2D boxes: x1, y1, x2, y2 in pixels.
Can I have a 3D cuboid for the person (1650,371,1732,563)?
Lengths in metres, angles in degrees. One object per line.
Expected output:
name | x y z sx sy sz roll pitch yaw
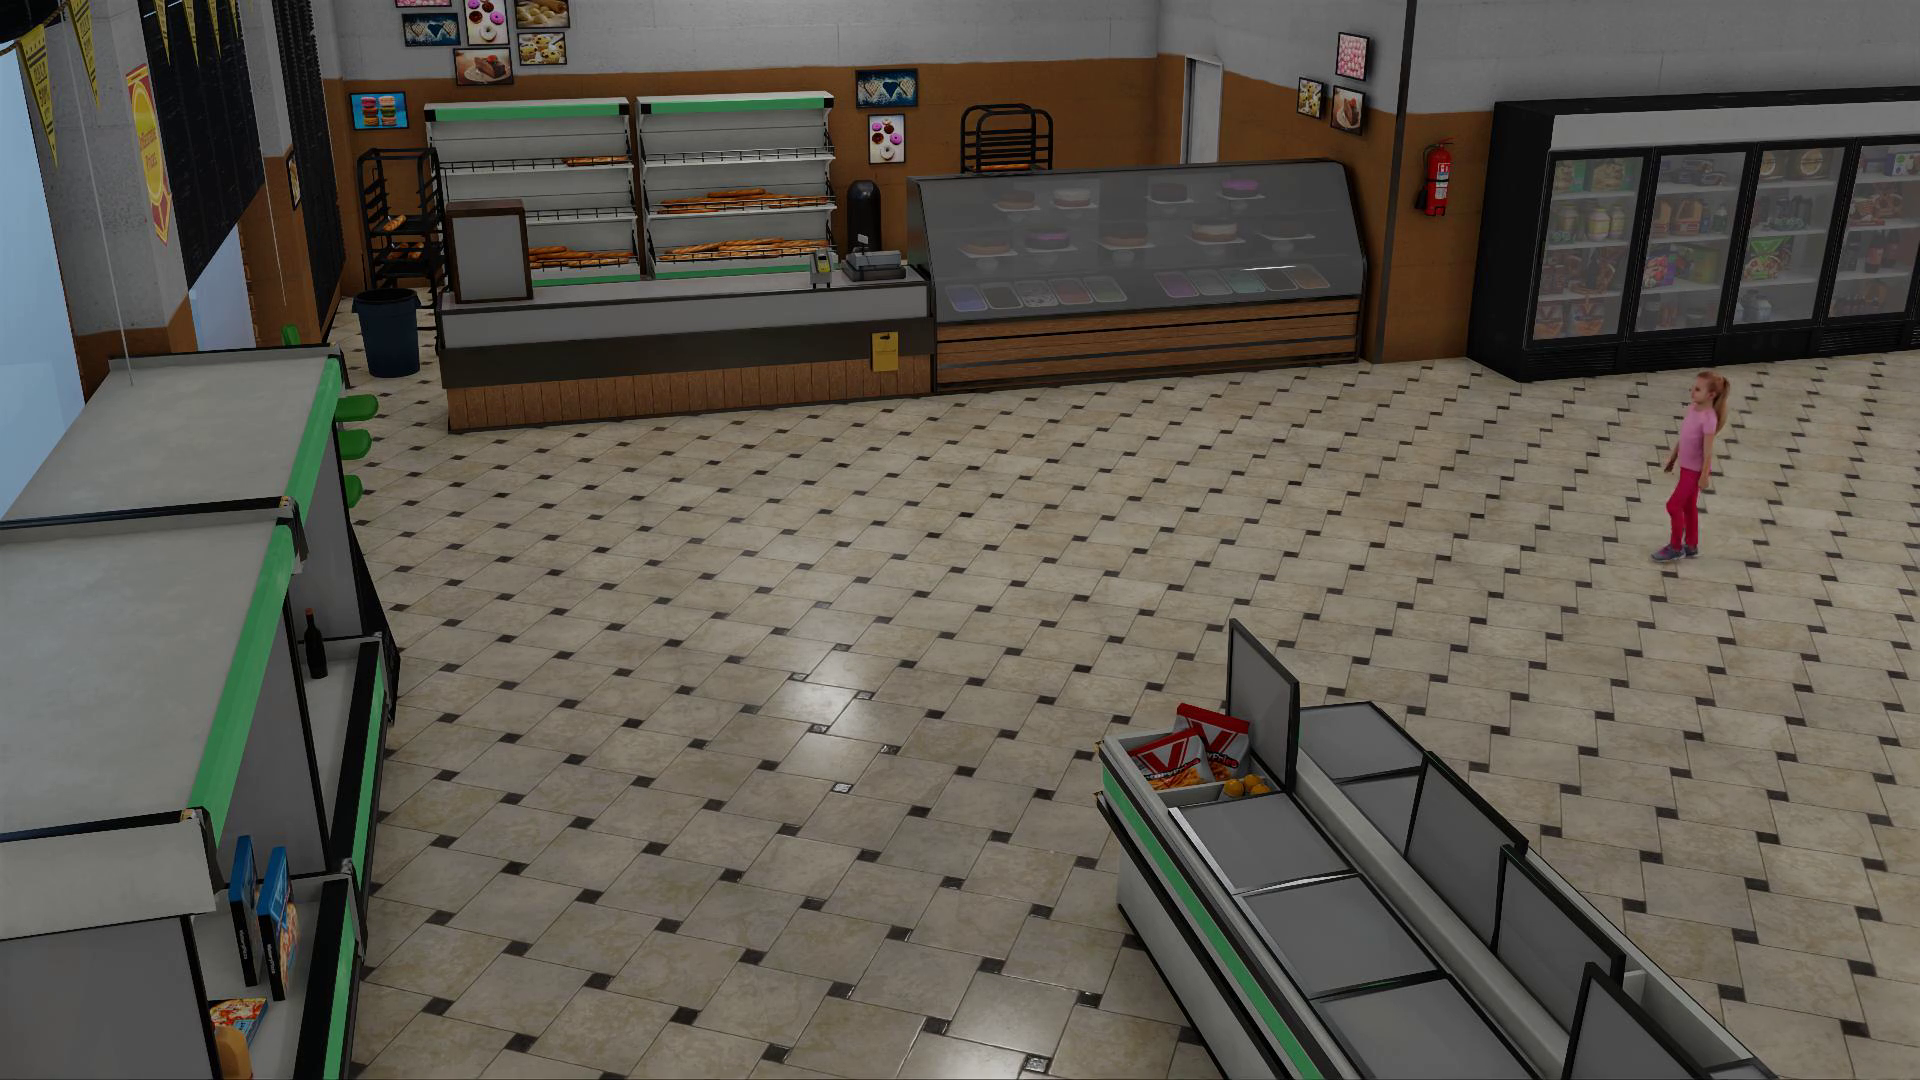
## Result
person | 4.751 -0.468 10.638 0.633 1.262 0.586 2 22 4
